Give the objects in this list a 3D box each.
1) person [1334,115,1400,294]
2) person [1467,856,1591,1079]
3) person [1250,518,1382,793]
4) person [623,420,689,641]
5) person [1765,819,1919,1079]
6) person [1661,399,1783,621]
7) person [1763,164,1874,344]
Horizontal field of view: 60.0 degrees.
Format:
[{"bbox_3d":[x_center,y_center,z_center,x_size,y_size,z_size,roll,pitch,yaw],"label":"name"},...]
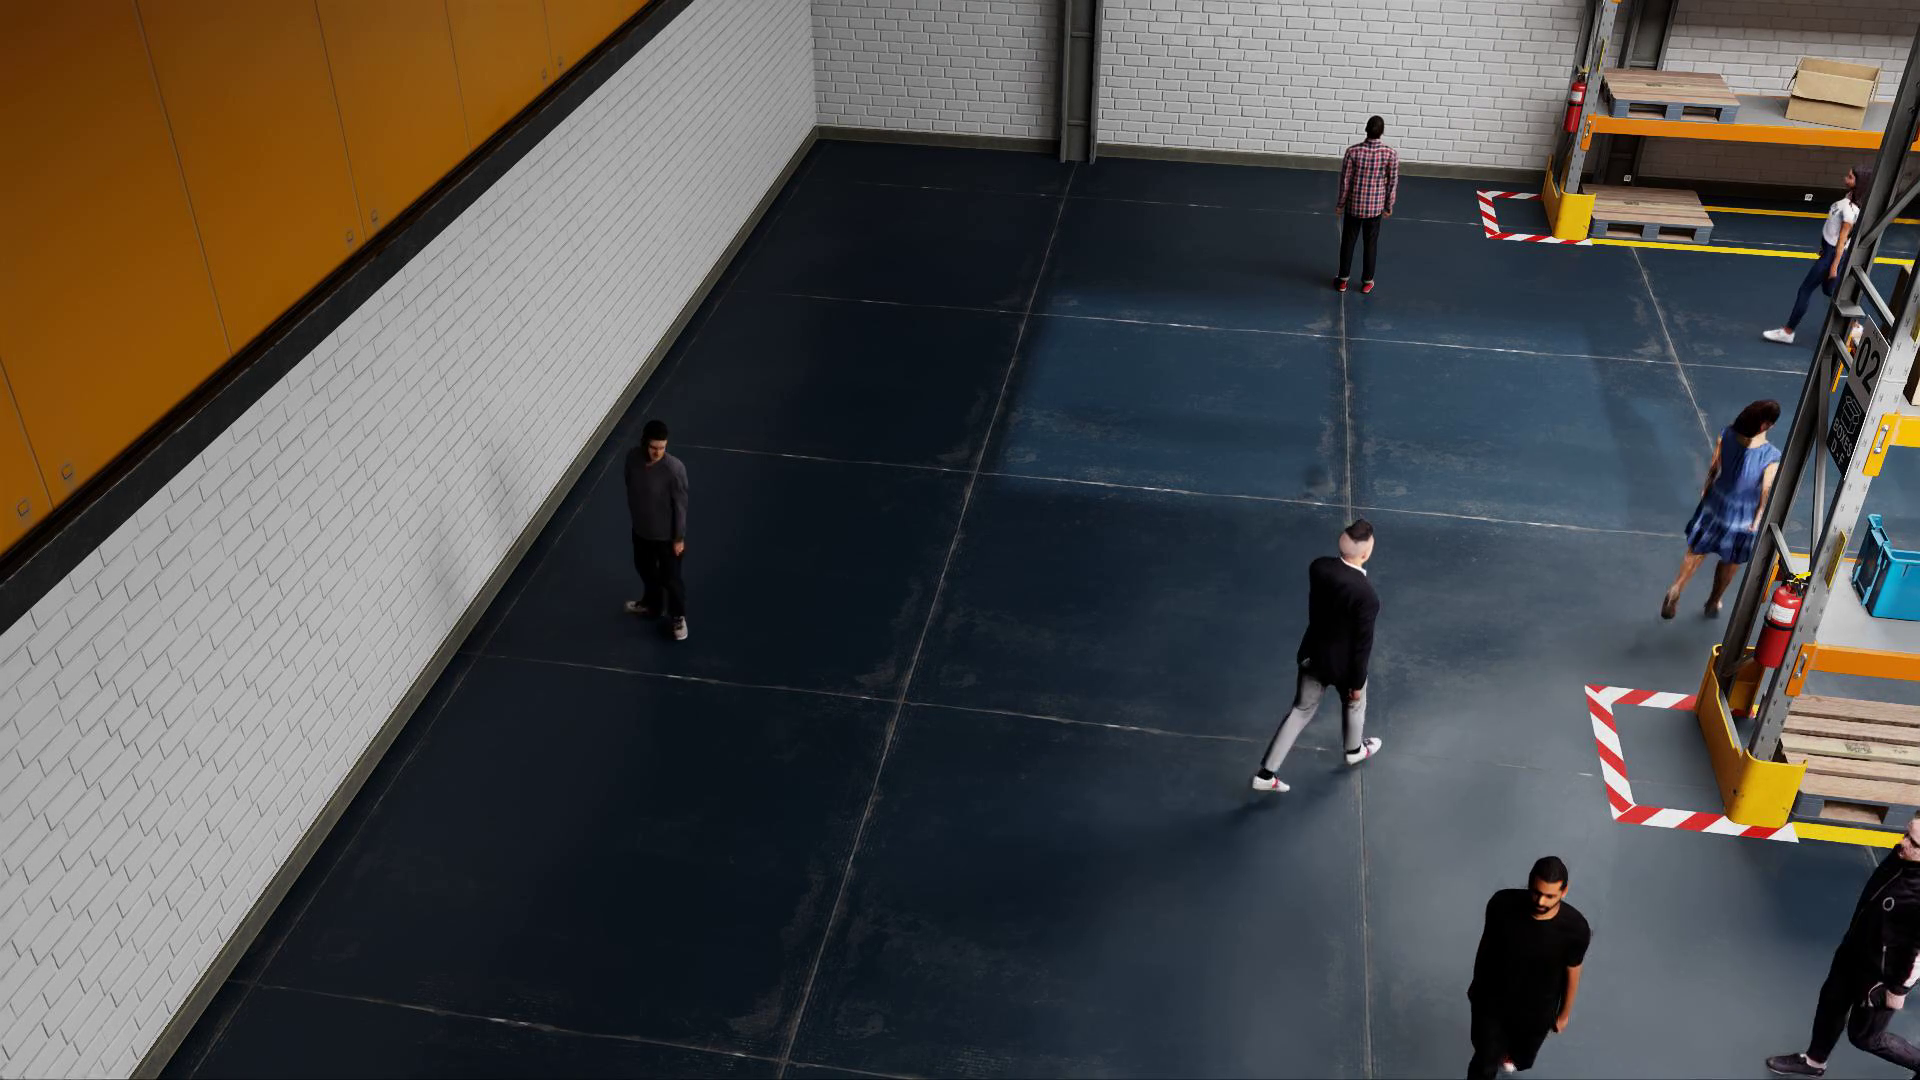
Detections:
[{"bbox_3d":[3.898,-3.240,16.032,0.509,1.761,0.752,5,34,7],"label":"person"},{"bbox_3d":[2.677,2.145,7.950,1.030,1.740,0.870,15,36,21],"label":"person"},{"bbox_3d":[2.136,0.732,9.926,1.326,1.906,1.272,-21,39,-28],"label":"person"},{"bbox_3d":[-2.076,-0.106,11.337,0.624,1.740,0.930,22,39,29],"label":"person"},{"bbox_3d":[4.544,2.049,8.026,0.989,1.815,0.651,6,34,8],"label":"person"},{"bbox_3d":[5.203,-0.141,11.346,1.053,1.787,1.024,-24,40,-31],"label":"person"},{"bbox_3d":[7.941,-2.533,14.979,1.138,1.749,0.868,18,38,25],"label":"person"}]
